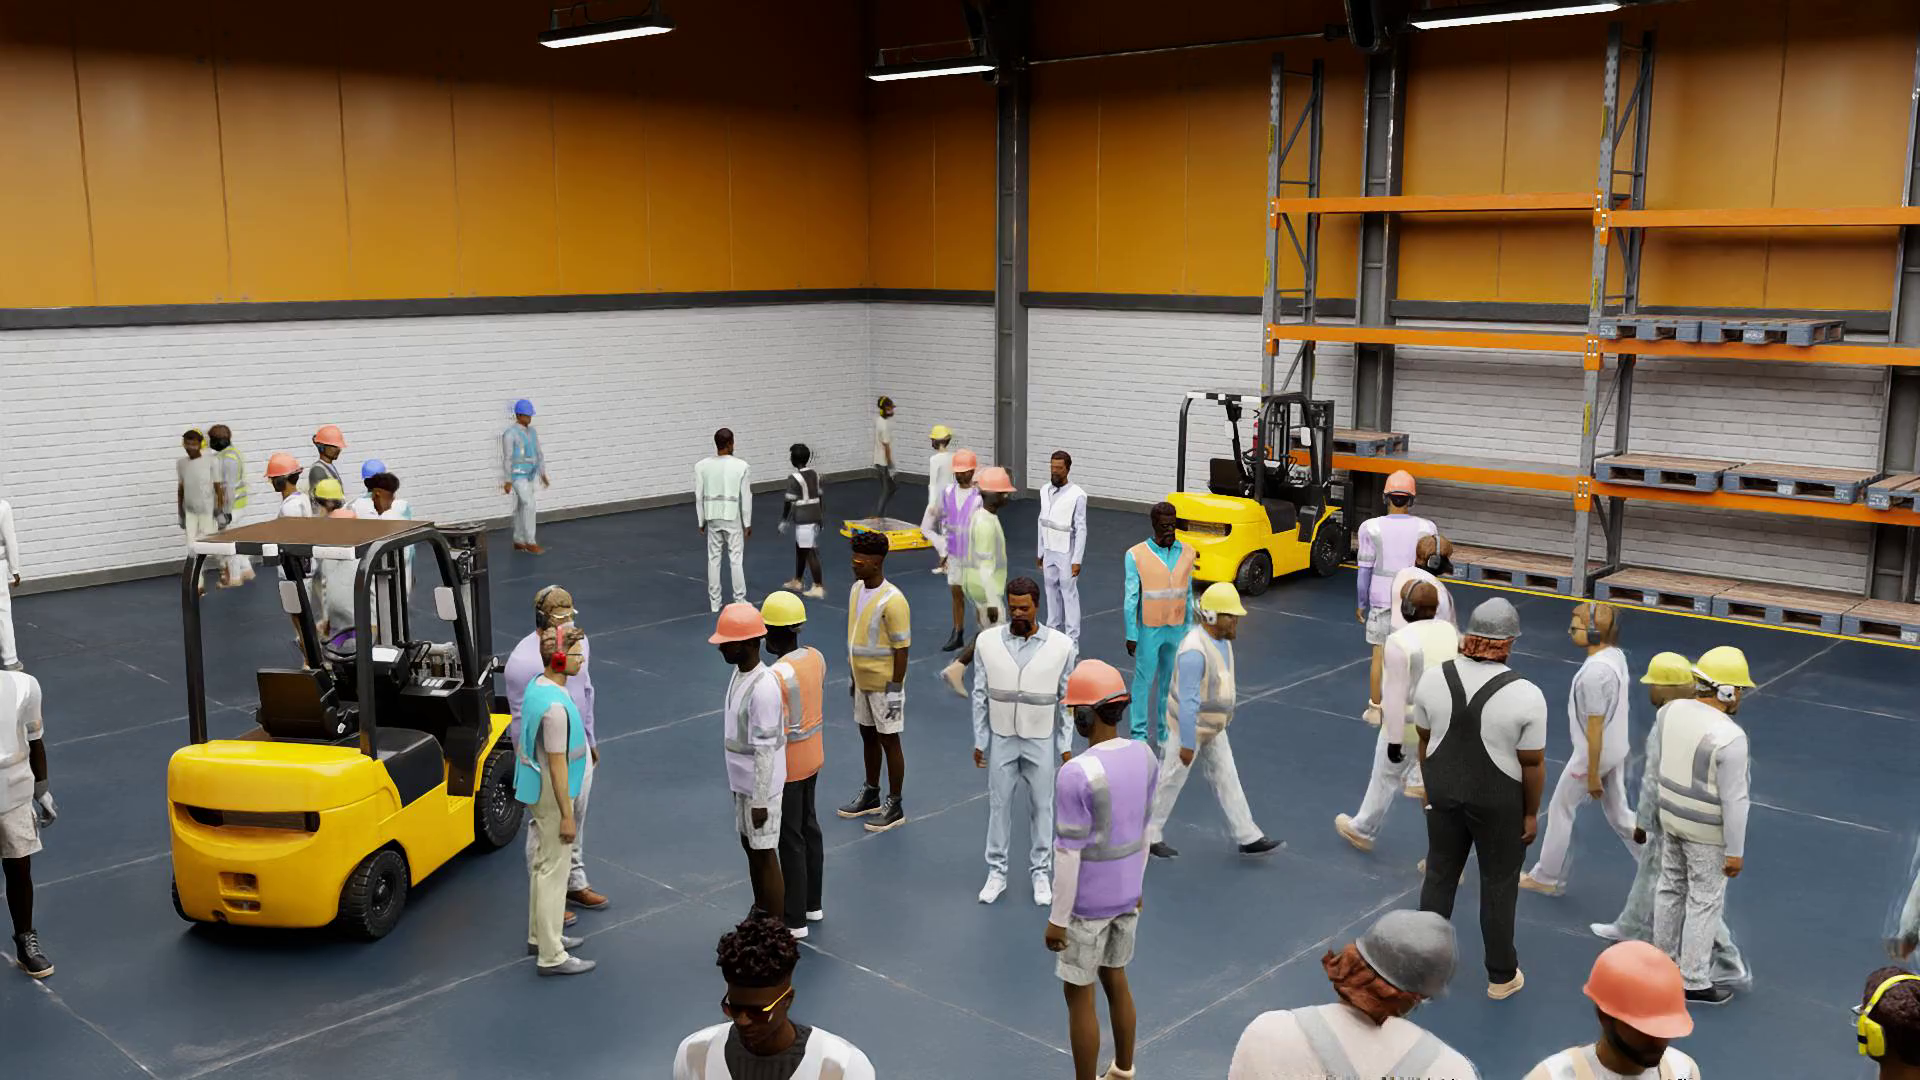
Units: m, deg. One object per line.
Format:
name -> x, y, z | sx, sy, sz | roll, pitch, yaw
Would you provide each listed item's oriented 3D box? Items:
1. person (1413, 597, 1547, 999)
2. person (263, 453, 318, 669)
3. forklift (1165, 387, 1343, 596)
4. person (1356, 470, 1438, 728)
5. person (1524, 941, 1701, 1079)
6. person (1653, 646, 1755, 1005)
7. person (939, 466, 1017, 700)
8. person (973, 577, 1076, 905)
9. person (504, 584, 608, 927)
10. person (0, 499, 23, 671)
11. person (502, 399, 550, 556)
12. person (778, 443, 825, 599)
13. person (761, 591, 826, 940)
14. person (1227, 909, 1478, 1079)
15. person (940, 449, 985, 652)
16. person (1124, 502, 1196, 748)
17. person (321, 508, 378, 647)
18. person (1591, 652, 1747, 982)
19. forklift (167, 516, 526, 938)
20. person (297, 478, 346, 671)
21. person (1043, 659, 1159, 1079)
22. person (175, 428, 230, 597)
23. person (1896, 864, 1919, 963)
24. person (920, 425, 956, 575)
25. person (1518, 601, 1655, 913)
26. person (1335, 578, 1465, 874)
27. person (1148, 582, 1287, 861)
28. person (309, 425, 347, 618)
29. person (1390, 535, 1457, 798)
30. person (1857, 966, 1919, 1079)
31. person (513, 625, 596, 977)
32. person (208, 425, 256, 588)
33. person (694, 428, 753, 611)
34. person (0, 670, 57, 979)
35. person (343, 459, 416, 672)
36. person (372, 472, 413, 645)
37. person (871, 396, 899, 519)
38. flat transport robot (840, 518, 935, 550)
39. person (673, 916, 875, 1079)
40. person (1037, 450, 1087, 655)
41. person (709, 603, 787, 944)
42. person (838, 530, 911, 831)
person -> 2.665, 1.276, 8.479 | 0.684, 2.000, 0.536 | 9, 13, 40
person -> -5.701, 0.269, 14.208 | 0.382, 2.039, 0.615 | -3, 10, -15
forklift -> 3.298, -0.608, 18.767 | 1.214, 2.155, 2.313 | 9, 13, 42
person -> 3.416, 0.468, 13.073 | 0.607, 2.044, 0.376 | 1, 10, 7
person -> 1.795, 2.021, 4.580 | 0.552, 1.933, 0.403 | -3, 10, -16
person -> 3.706, 1.418, 8.307 | 0.403, 1.821, 0.602 | -2, 10, -13
person -> 0.180, 0.406, 13.483 | 0.570, 2.026, 0.624 | 0, 10, 2
person -> 0.368, 1.145, 9.582 | 0.590, 1.916, 0.393 | 2, 10, 9
person -> -2.258, 1.190, 9.298 | 0.375, 1.930, 0.636 | 4, 11, 24
person -> -8.593, 0.274, 14.630 | 0.574, 1.884, 0.356 | -4, 11, -23
person -> -5.288, -0.773, 20.494 | 0.728, 1.923, 0.611 | 3, 10, 16
person -> -1.750, -0.208, 17.979 | 0.736, 1.666, 0.550 | 4, 11, 24
person -> -0.938, 1.226, 9.084 | 0.366, 1.927, 0.585 | 3, 10, 18
person -> 1.053, 1.930, 4.758 | 0.750, 2.000, 0.580 | 1, 10, 5
person -> 0.047, 0.111, 15.440 | 0.546, 1.930, 0.394 | 7, 12, 34
person -> 1.481, 0.657, 12.354 | 0.600, 1.917, 0.376 | -5, 11, -27
person -> -4.789, 0.617, 13.045 | 0.563, 1.753, 0.327 | 4, 11, 22
person -> 3.751, 1.421, 8.655 | 0.504, 1.695, 0.877 | -8, 13, -39
forklift -> -3.583, 0.976, 9.748 | 1.214, 2.155, 2.313 | 2, 10, 11
person -> -5.652, 0.312, 14.792 | 0.477, 1.751, 0.528 | 0, 10, -1
person -> 0.582, 1.514, 7.161 | 0.410, 2.029, 0.619 | 9, 13, 40
person -> -8.216, -0.305, 18.031 | 0.547, 1.847, 0.560 | 1, 10, 3
person -> 4.261, 1.716, 6.929 | 0.843, 1.696, 0.487 | -1, 10, -4
person -> -0.237, -0.451, 19.122 | 0.363, 1.751, 0.550 | 6, 12, 32
person -> 3.667, 1.231, 9.435 | 0.949, 1.811, 0.524 | 9, 13, 41
person -> 2.741, 1.111, 10.128 | 0.644, 1.786, 0.972 | -5, 11, -27
person -> 1.526, 1.127, 10.112 | 0.950, 1.769, 0.604 | 6, 11, 29
person -> -6.200, -0.116, 16.419 | 0.393, 2.036, 0.605 | -2, 10, -13
person -> 3.182, 0.863, 11.438 | 0.429, 1.831, 0.639 | -2, 10, -12
person -> 2.484, 2.066, 4.510 | 0.512, 1.861, 0.325 | -2, 10, -10
person -> -2.123, 1.347, 8.670 | 0.392, 1.834, 0.562 | -4, 11, -20
person -> -8.152, -0.381, 18.557 | 0.502, 1.832, 0.686 | -6, 11, -29
person -> -2.448, -0.200, 17.248 | 0.590, 1.913, 0.396 | 2, 10, 9
person -> -4.942, 1.317, 8.457 | 0.361, 1.964, 0.617 | 9, 14, 43
person -> -5.081, 0.257, 14.581 | 0.605, 1.939, 0.415 | -1, 10, -7
person -> -4.788, 0.416, 13.717 | 0.491, 1.925, 0.695 | -1, 10, -7
person -> -0.992, -1.013, 22.132 | 0.386, 1.827, 0.629 | -1, 10, -4
flat transport robot -> -0.926, -0.097, 21.326 | 0.652, 0.197, 1.431 | -6, 11, -30
person -> -0.523, 1.987, 4.684 | 0.599, 1.958, 0.380 | 2, 10, 14
person -> 0.934, 0.124, 15.378 | 0.388, 1.921, 0.593 | -8, 13, -38
person -> -1.117, 1.277, 8.796 | 0.388, 1.930, 0.544 | -4, 11, -21
person -> -0.549, 0.901, 10.822 | 0.372, 1.966, 0.608 | -6, 12, -32
